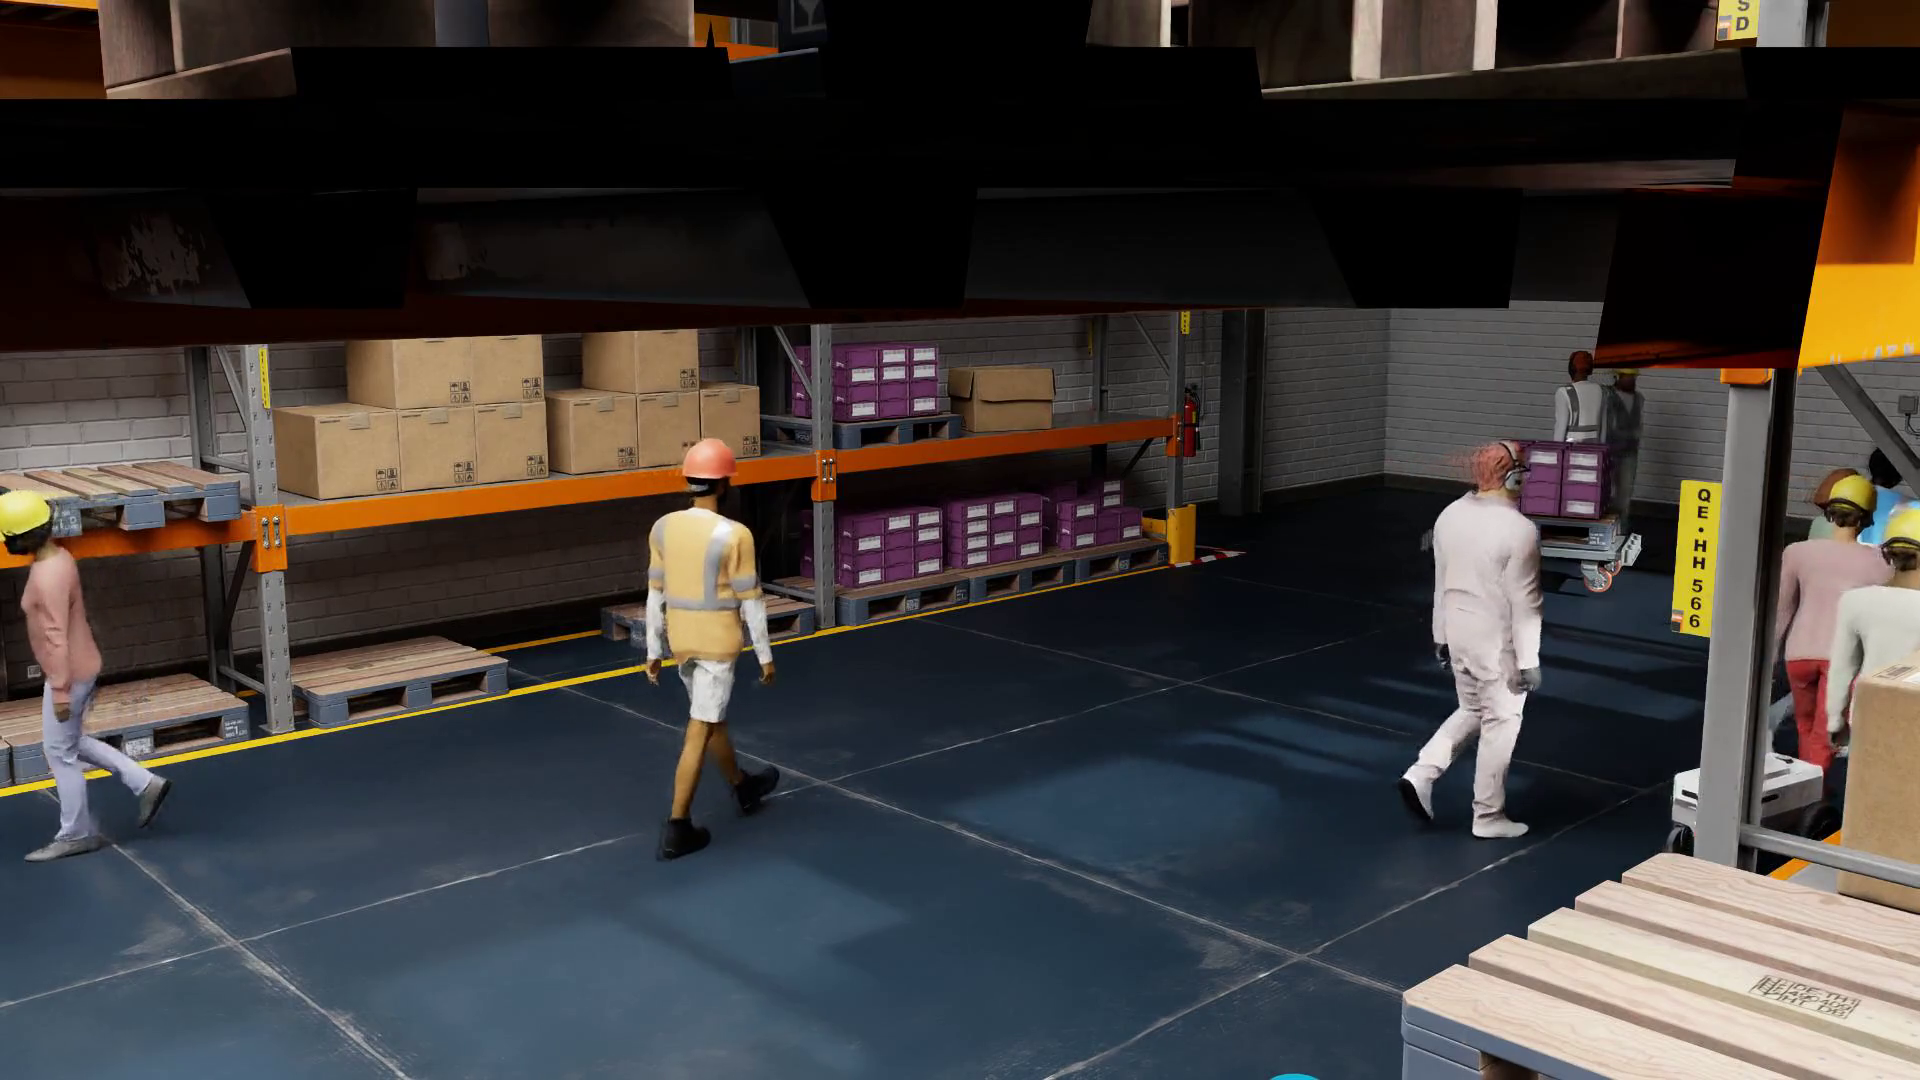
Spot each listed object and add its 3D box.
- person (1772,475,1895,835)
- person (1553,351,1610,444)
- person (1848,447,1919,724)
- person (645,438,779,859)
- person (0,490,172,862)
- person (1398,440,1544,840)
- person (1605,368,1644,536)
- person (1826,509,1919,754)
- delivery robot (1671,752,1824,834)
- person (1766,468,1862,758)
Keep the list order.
[{"bbox_3d":[4.112,0.555,7.821,0.908,1.715,0.530,-9,13,-42],"label":"person"},{"bbox_3d":[5.641,-0.786,15.199,0.584,1.882,0.337,-4,10,-21],"label":"person"},{"bbox_3d":[5.361,0.243,9.839,0.717,1.645,0.601,-8,13,-39],"label":"person"},{"bbox_3d":[-1.101,0.471,7.789,0.569,1.893,0.965,6,12,33],"label":"person"},{"bbox_3d":[-3.982,0.605,7.506,0.577,1.723,0.586,-4,11,-24],"label":"person"},{"bbox_3d":[2.419,0.481,7.741,0.544,1.897,0.641,-4,10,-20],"label":"person"},{"bbox_3d":[6.224,-0.864,15.860,0.609,1.815,0.641,-3,10,-17],"label":"person"},{"bbox_3d":[3.860,0.737,6.735,0.855,1.734,0.534,-6,11,-32],"label":"person"},{"bbox_3d":[3.571,1.139,7.540,0.707,0.478,0.477,-6,11,-31],"label":"delivery robot"},{"bbox_3d":[4.658,0.412,8.956,0.674,1.613,0.525,2,10,11],"label":"person"}]
